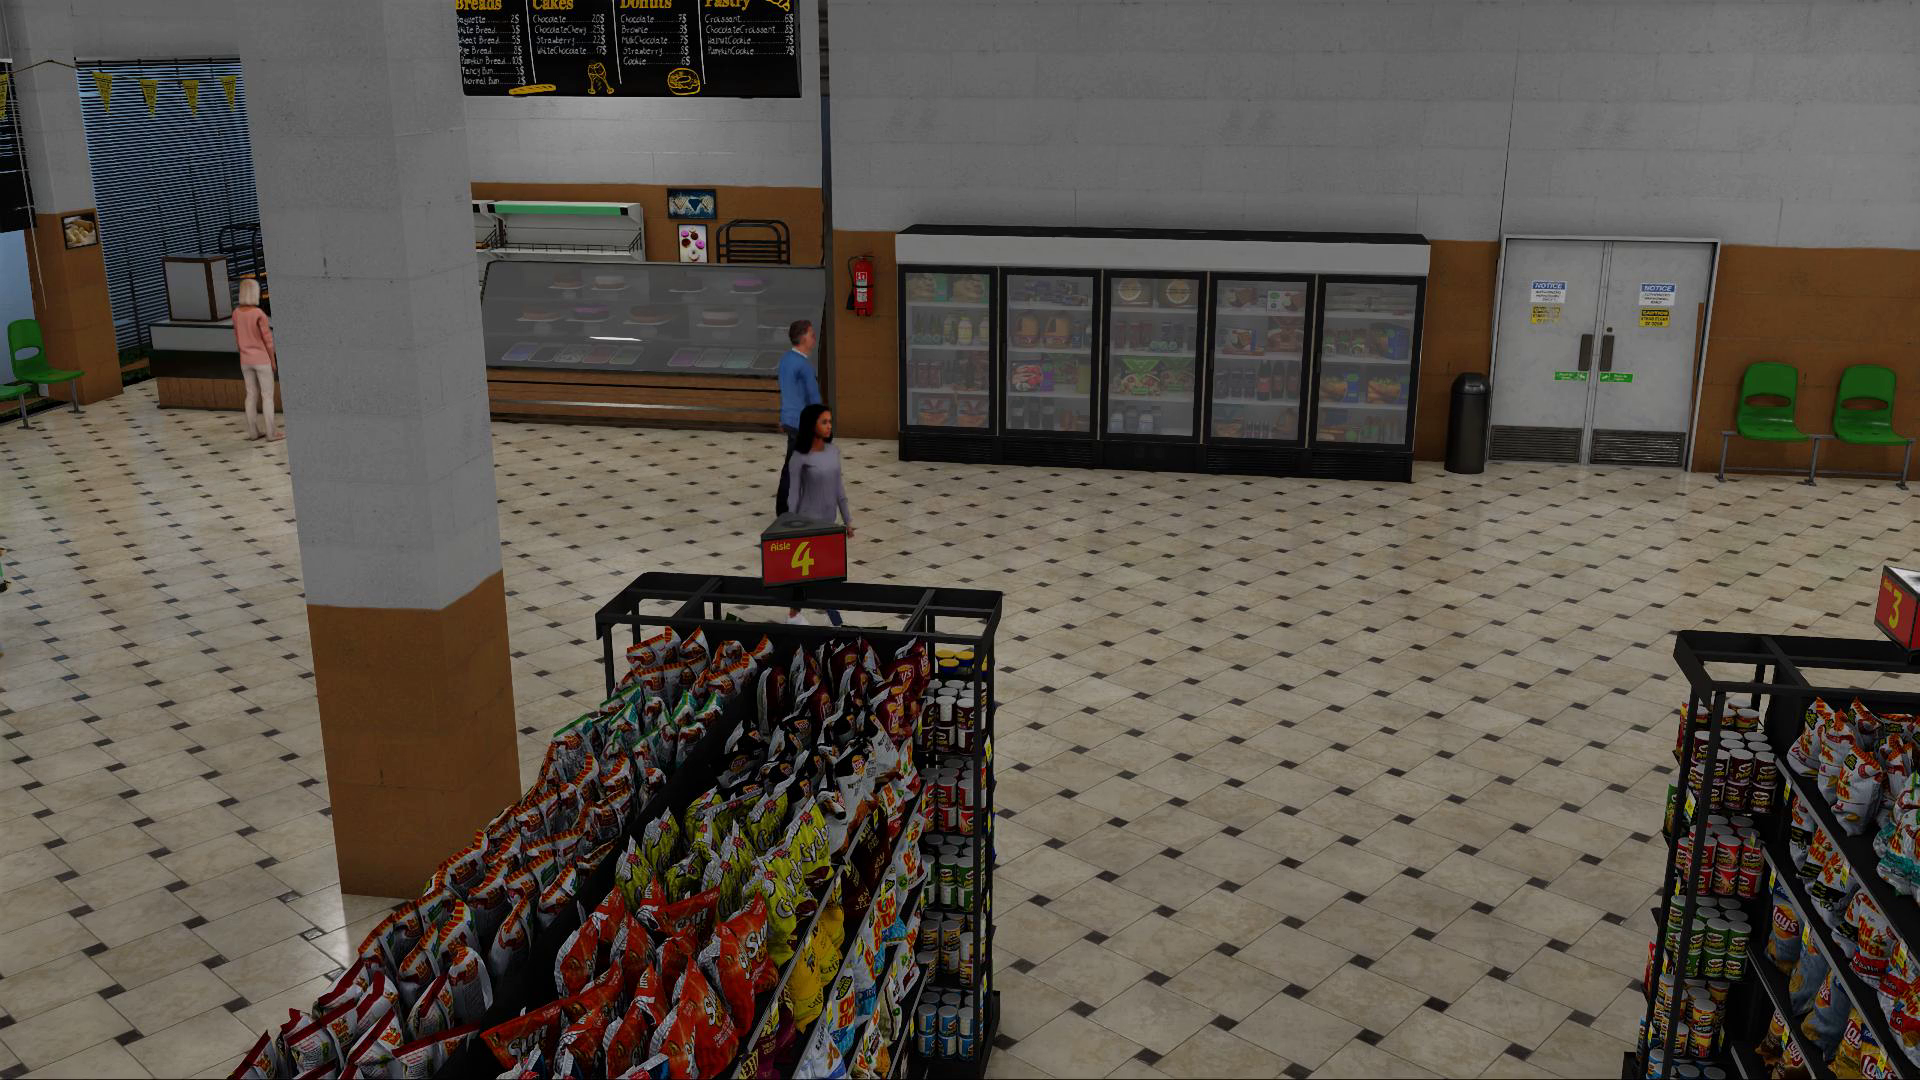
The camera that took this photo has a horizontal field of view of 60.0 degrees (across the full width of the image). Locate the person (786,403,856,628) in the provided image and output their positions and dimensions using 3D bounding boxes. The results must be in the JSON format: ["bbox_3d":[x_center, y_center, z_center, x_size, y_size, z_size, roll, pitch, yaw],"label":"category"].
[{"bbox_3d":[-1.100,-0.118,11.817,1.007,1.703,1.092,13,21,37],"label":"person"}]

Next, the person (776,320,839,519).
[{"bbox_3d":[-1.503,-1.026,14.660,1.061,1.789,1.036,-8,19,-26],"label":"person"}]

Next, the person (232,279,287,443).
[{"bbox_3d":[-7.496,-1.918,17.709,0.628,1.724,0.555,5,18,17],"label":"person"}]
